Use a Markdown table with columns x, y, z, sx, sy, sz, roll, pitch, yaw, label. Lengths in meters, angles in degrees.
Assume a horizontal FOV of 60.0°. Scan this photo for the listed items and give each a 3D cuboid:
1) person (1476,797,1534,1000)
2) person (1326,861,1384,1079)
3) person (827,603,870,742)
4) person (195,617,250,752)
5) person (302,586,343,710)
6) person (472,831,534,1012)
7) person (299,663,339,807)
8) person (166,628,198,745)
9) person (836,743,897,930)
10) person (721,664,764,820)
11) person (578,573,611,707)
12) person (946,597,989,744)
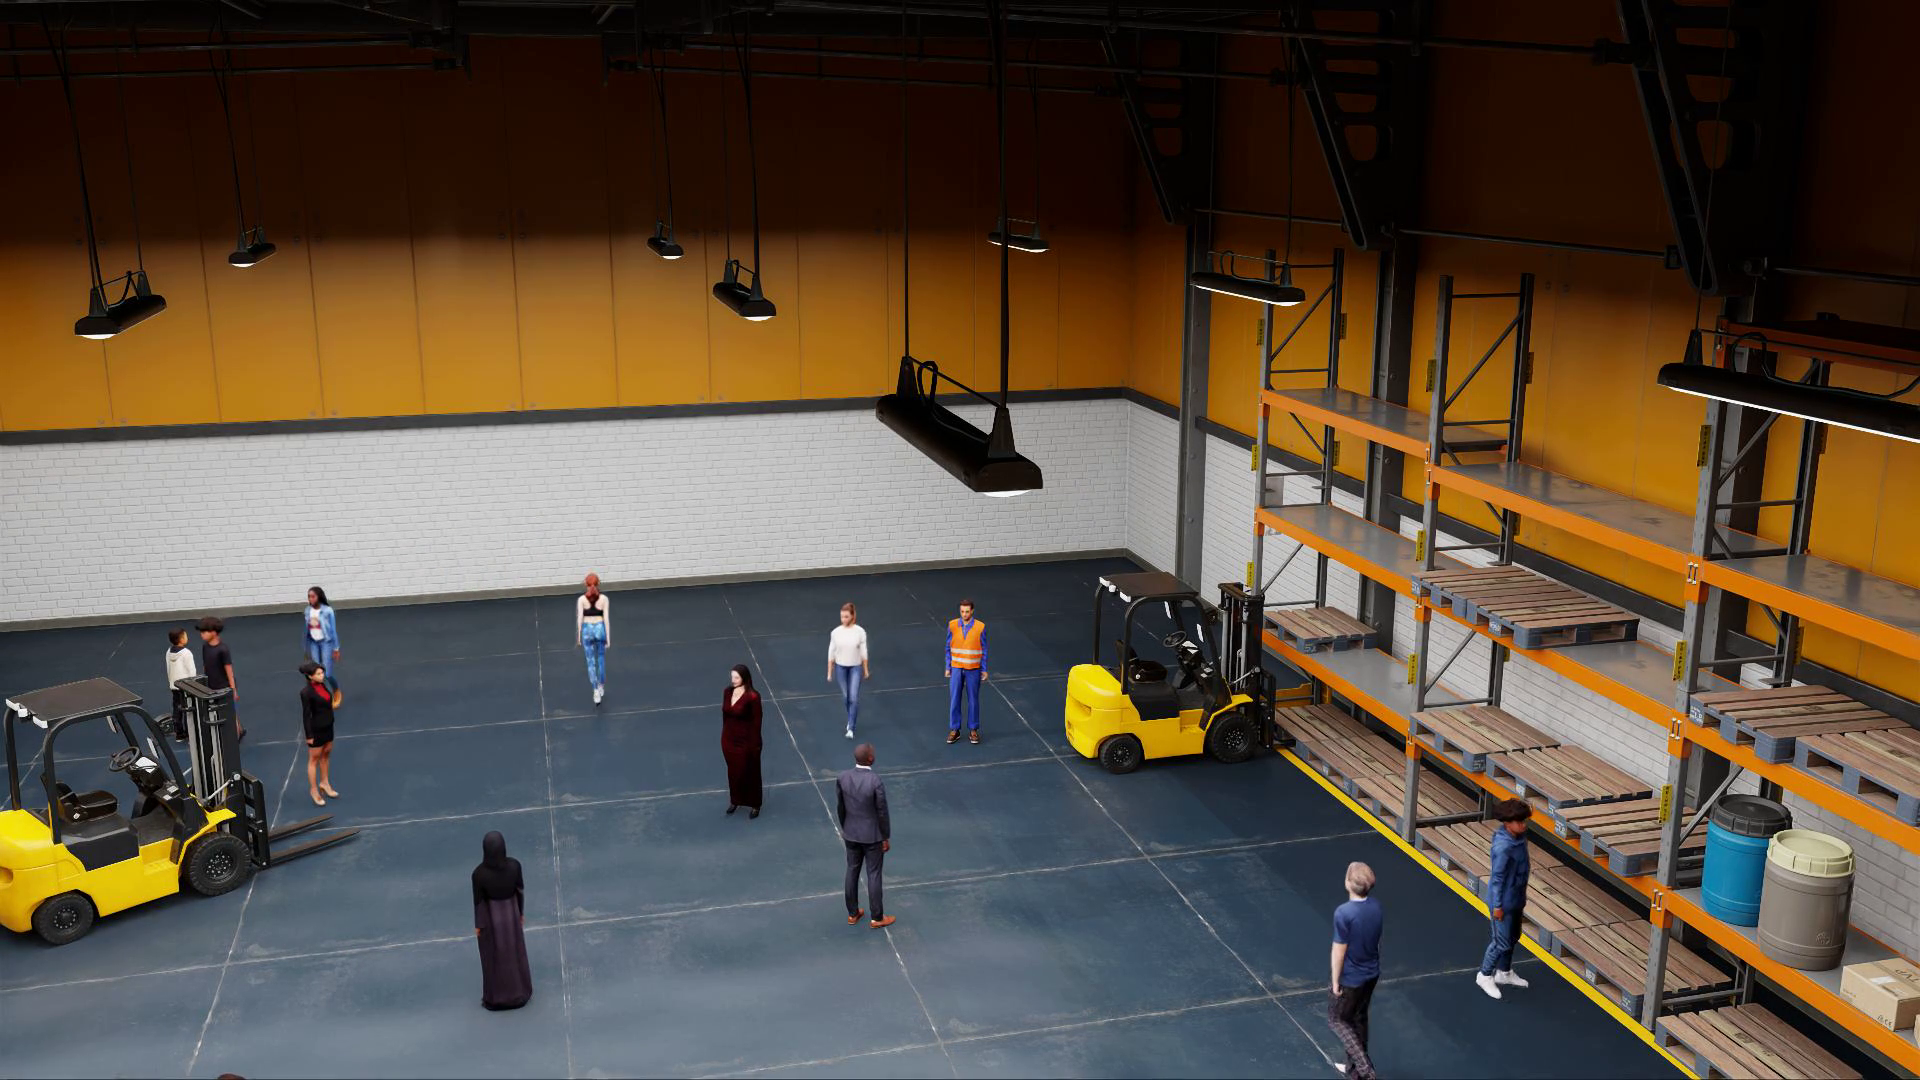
| x | y | z | sx | sy | sz | roll | pitch | yaw | label |
| --- | --- | --- | --- | --- | --- | --- | --- | --- | --- |
| 4.766 | 3.090 | 14.504 | 0.785 | 1.808 | 0.786 | 9 | 16 | 34 | person |
| 3.153 | 3.442 | 12.963 | 0.785 | 1.850 | 0.909 | -7 | 15 | -28 | person |
| -1.372 | 1.622 | 20.832 | 0.929 | 1.683 | 1.164 | 2 | 14 | 9 | person |
| -8.854 | 1.760 | 20.057 | 0.880 | 1.781 | 0.940 | 6 | 15 | 24 | person |
| -8.245 | 1.413 | 21.662 | 0.758 | 1.700 | 0.796 | 3 | 14 | 13 | person |
| -3.954 | 3.245 | 14.280 | 0.665 | 1.613 | 0.670 | -8 | 16 | -30 | person |
| -7.202 | 2.161 | 18.698 | 0.747 | 1.640 | 0.671 | 3 | 14 | 11 | person |
| -9.633 | 1.799 | 20.594 | 0.654 | 1.453 | 0.690 | 6 | 15 | 23 | person |
| -0.901 | 2.784 | 15.734 | 0.785 | 1.824 | 0.836 | 7 | 15 | 27 | person |
| -2.394 | 2.194 | 18.324 | 0.755 | 1.753 | 0.817 | 8 | 16 | 30 | person |
| -4.810 | 1.338 | 21.843 | 0.585 | 1.760 | 1.083 | -4 | 14 | -16 | person |
| 0.074 | 1.594 | 20.579 | 0.778 | 1.858 | 0.755 | 2 | 14 | 8 | person |
